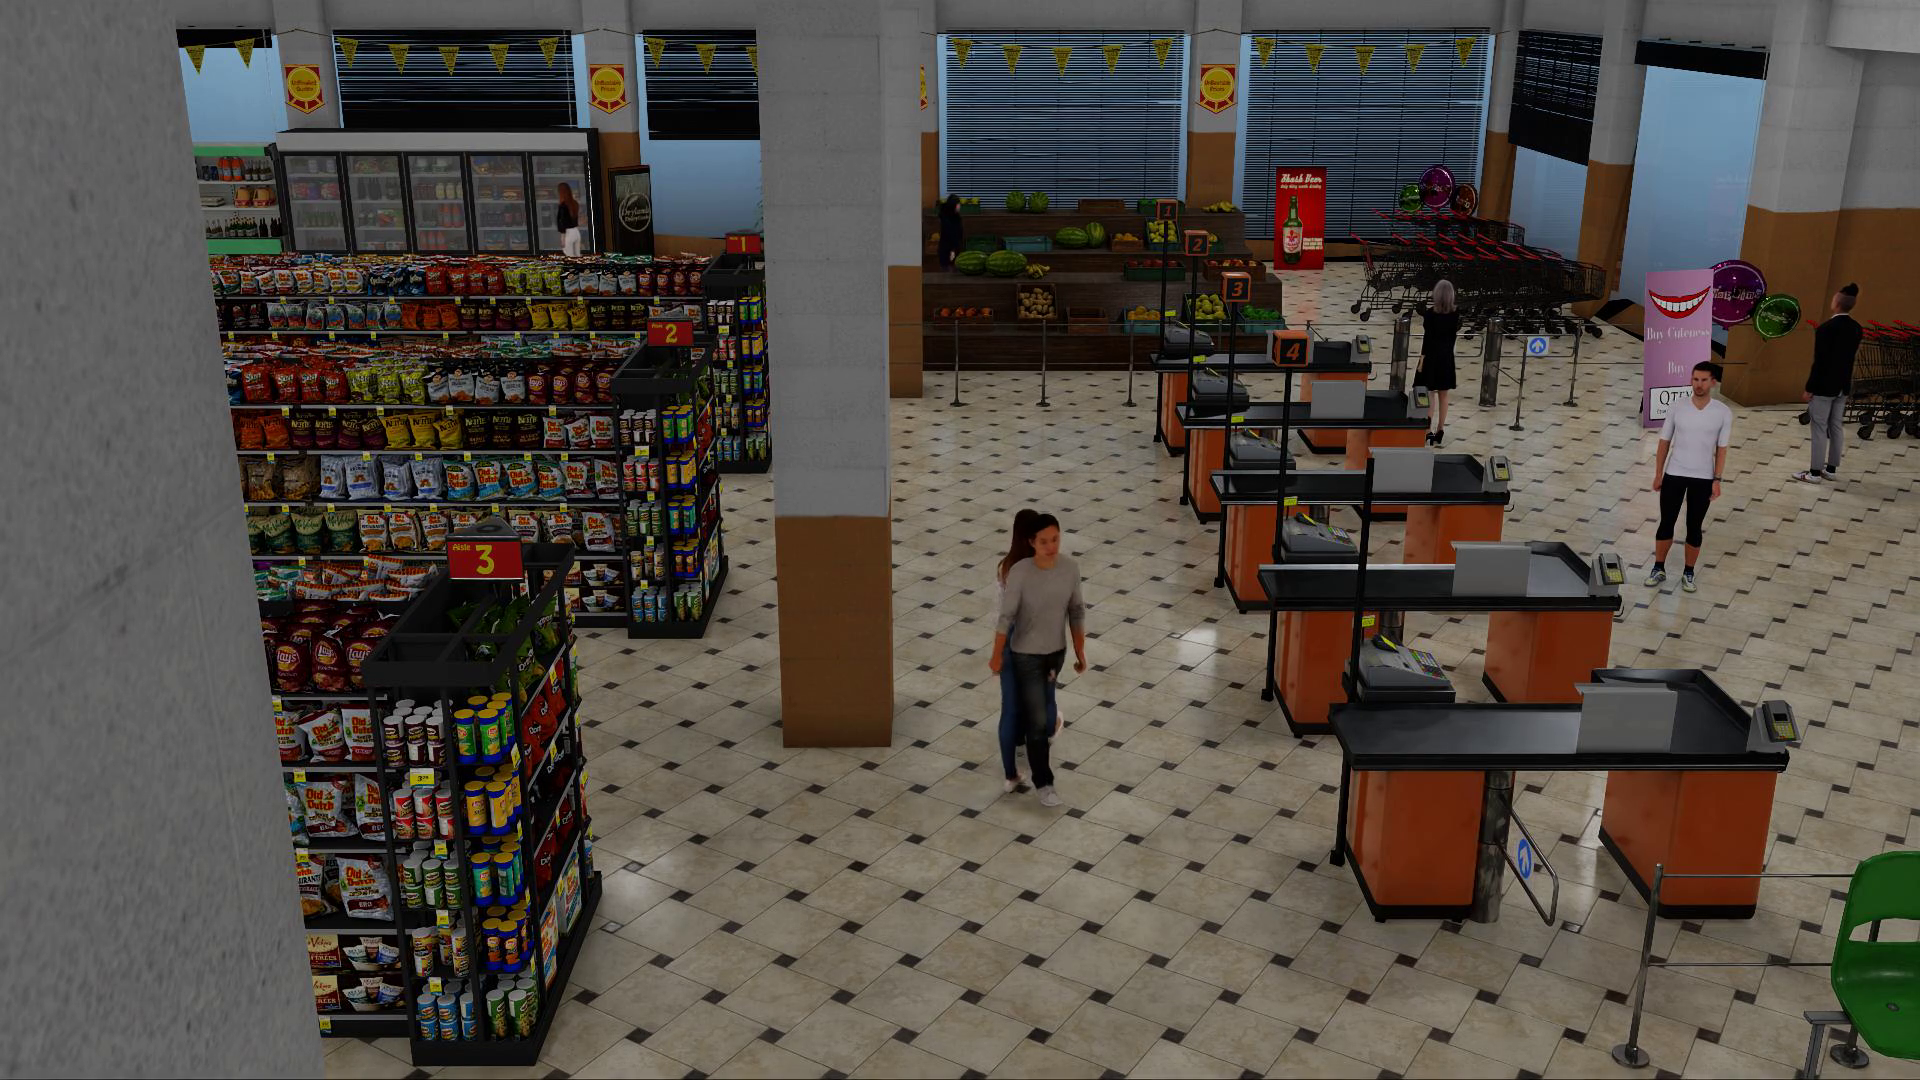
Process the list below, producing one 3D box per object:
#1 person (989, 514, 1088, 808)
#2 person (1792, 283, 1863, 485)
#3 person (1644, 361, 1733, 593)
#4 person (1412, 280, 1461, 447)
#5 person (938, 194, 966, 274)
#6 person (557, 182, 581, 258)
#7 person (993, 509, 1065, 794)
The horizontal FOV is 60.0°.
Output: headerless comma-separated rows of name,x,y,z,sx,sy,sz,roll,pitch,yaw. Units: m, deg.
person,0.428,0.657,9.966,1.134,1.745,1.114,-14,23,-36
person,8.437,-1.521,16.105,0.686,1.949,0.852,-8,20,-22
person,5.831,-0.524,13.301,0.674,1.852,0.808,9,21,25
person,5.005,-1.867,17.448,0.624,1.747,0.738,-7,20,-21
person,-0.223,-4.318,24.845,0.773,1.666,0.672,-1,19,-3
person,-6.095,-4.739,26.047,0.656,1.694,0.654,8,20,22
person,0.364,0.700,9.935,1.143,1.682,0.901,6,20,18
